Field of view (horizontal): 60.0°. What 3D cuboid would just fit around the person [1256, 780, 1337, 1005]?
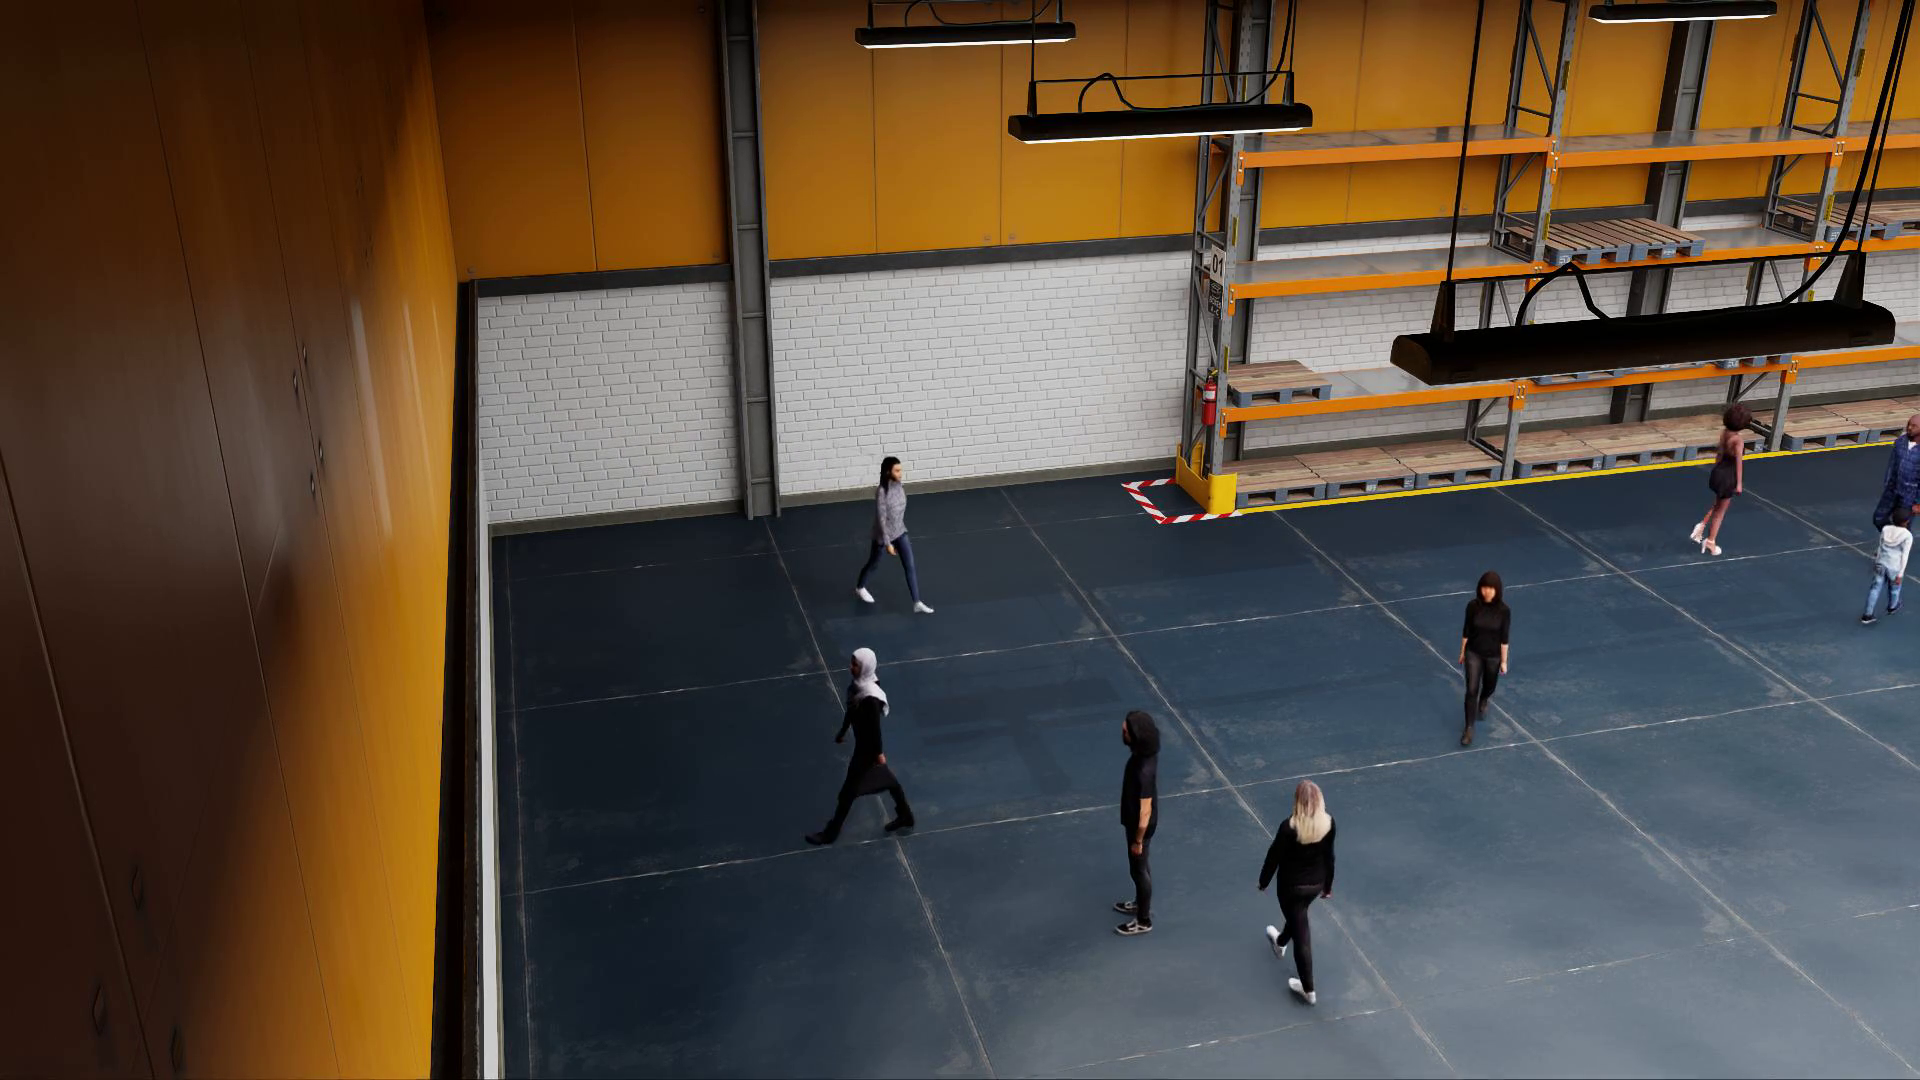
[{"bbox_3d":[2.420,2.490,11.592,0.956,1.657,0.743,-9,25,-19],"label":"person"}]

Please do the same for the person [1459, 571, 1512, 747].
[{"bbox_3d":[4.741,1.018,15.008,1.019,1.618,1.001,9,25,20],"label":"person"}]

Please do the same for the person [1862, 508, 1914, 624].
[{"bbox_3d":[9.558,0.295,17.155,0.927,1.224,0.701,-17,29,-34],"label":"person"}]

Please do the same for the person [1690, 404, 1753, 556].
[{"bbox_3d":[8.492,-0.661,18.646,0.724,1.781,0.649,0,24,0],"label":"person"}]

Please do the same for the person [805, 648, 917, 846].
[{"bbox_3d":[-0.659,1.662,13.401,1.145,1.726,0.595,-6,24,-14],"label":"person"}]

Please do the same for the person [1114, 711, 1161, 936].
[{"bbox_3d":[1.336,2.073,12.326,0.642,1.833,0.701,2,24,4],"label":"person"}]

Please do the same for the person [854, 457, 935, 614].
[{"bbox_3d":[-0.814,-0.049,17.366,1.131,1.685,1.189,18,29,35],"label":"person"}]

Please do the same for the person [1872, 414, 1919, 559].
[{"bbox_3d":[10.481,-0.550,18.356,0.781,1.809,0.757,-13,27,-28],"label":"person"}]
